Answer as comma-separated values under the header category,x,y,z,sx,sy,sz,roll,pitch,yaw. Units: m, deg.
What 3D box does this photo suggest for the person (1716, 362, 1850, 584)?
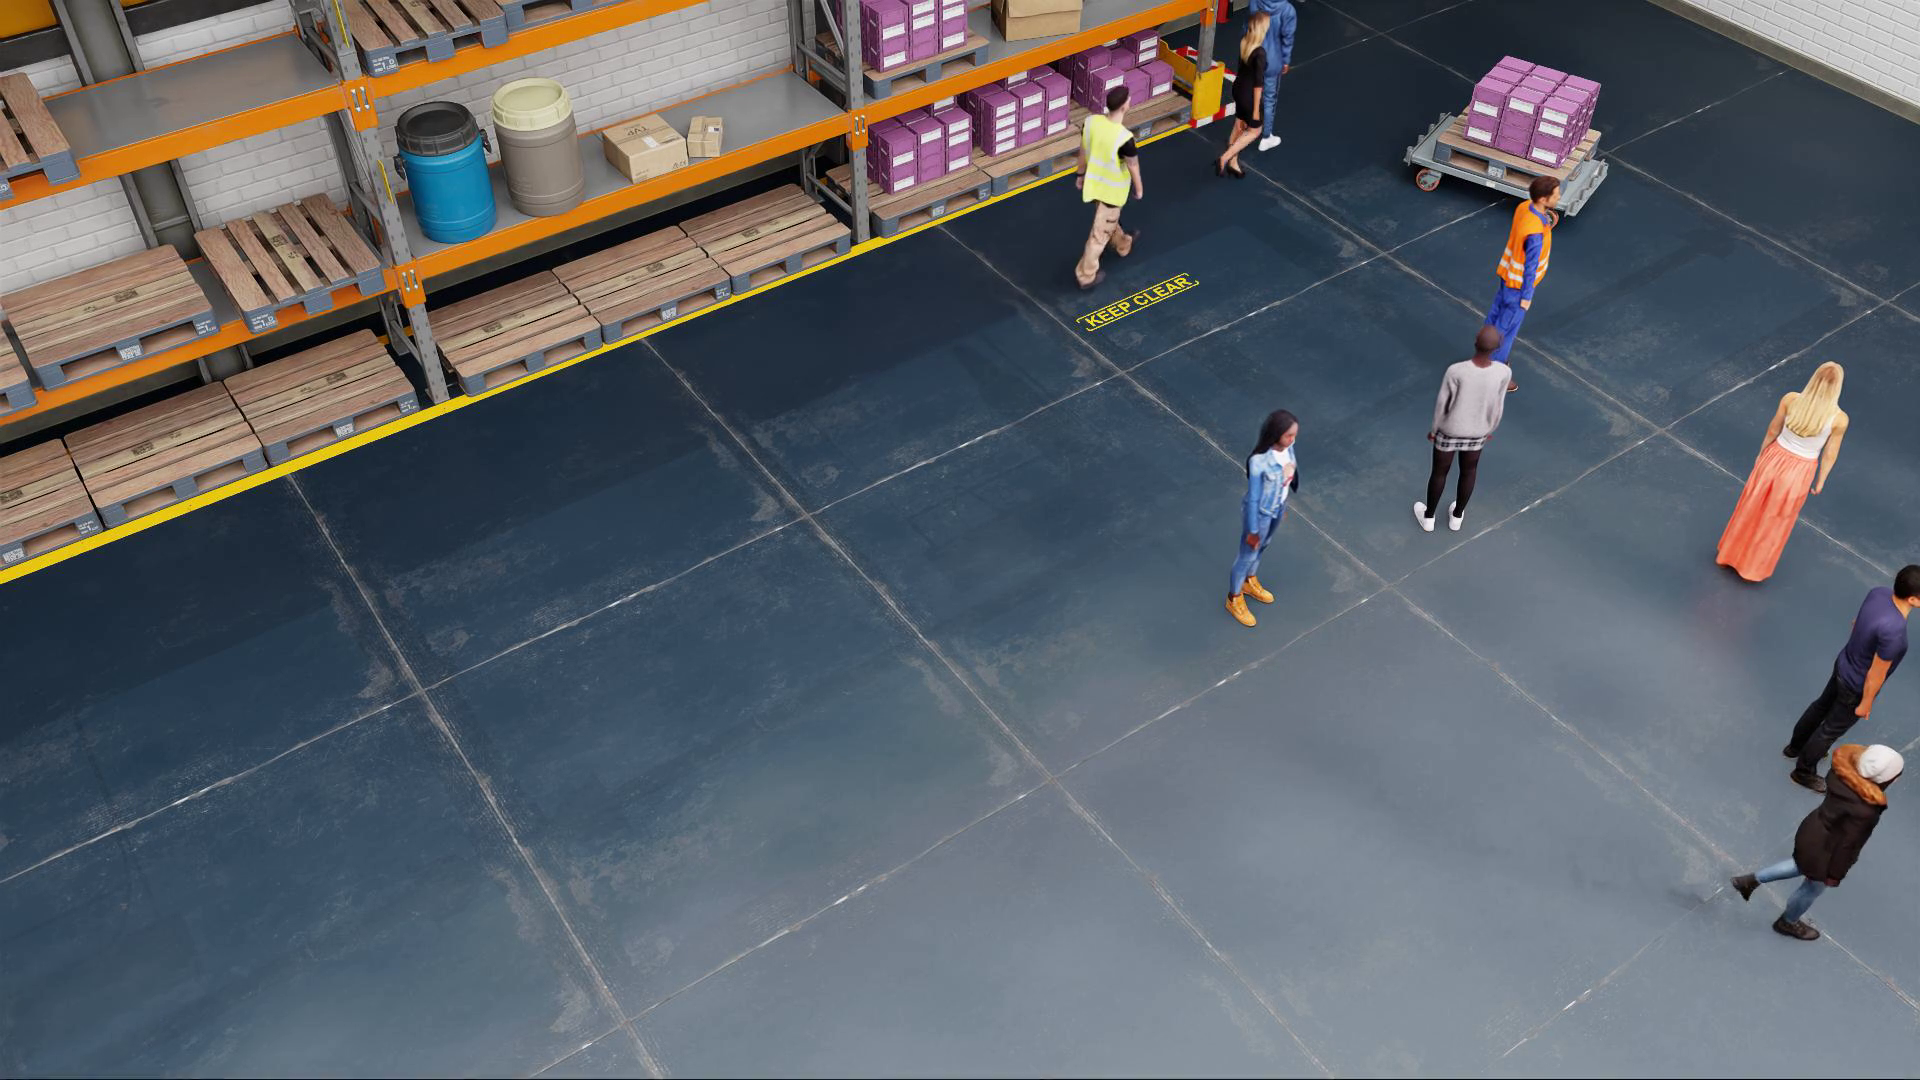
category,x,y,z,sx,sy,sz,roll,pitch,yaw
person,5.612,-0.453,11.311,0.602,1.801,0.640,-31,52,-28

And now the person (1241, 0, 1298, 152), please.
category,x,y,z,sx,sy,sz,roll,pitch,yaw
person,2.864,-4.540,15.597,0.734,1.806,0.669,27,50,26

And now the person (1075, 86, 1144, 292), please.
category,x,y,z,sx,sy,sz,roll,pitch,yaw
person,1.188,-2.889,13.877,1.178,1.789,0.813,-32,52,-29

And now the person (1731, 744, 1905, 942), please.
category,x,y,z,sx,sy,sz,roll,pitch,yaw
person,4.738,1.663,9.216,0.911,1.627,0.863,11,45,11

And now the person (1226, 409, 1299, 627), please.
category,x,y,z,sx,sy,sz,roll,pitch,yaw
person,2.014,-0.184,11.091,0.722,1.715,0.559,28,50,26

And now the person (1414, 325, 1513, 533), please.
category,x,y,z,sx,sy,sz,roll,pitch,yaw
person,3.533,-0.776,11.670,0.668,1.772,0.762,1,44,1

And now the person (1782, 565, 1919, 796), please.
category,x,y,z,sx,sy,sz,roll,pitch,yaw
person,5.390,0.803,10.000,0.769,1.790,0.698,9,44,9

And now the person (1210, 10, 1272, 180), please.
category,x,y,z,sx,sy,sz,roll,pitch,yaw
person,2.541,-3.994,15.126,0.781,1.665,0.699,-15,46,-15

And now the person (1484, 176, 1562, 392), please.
category,x,y,z,sx,sy,sz,roll,pitch,yaw
person,4.332,-2.014,12.904,0.827,1.863,0.797,2,44,2
